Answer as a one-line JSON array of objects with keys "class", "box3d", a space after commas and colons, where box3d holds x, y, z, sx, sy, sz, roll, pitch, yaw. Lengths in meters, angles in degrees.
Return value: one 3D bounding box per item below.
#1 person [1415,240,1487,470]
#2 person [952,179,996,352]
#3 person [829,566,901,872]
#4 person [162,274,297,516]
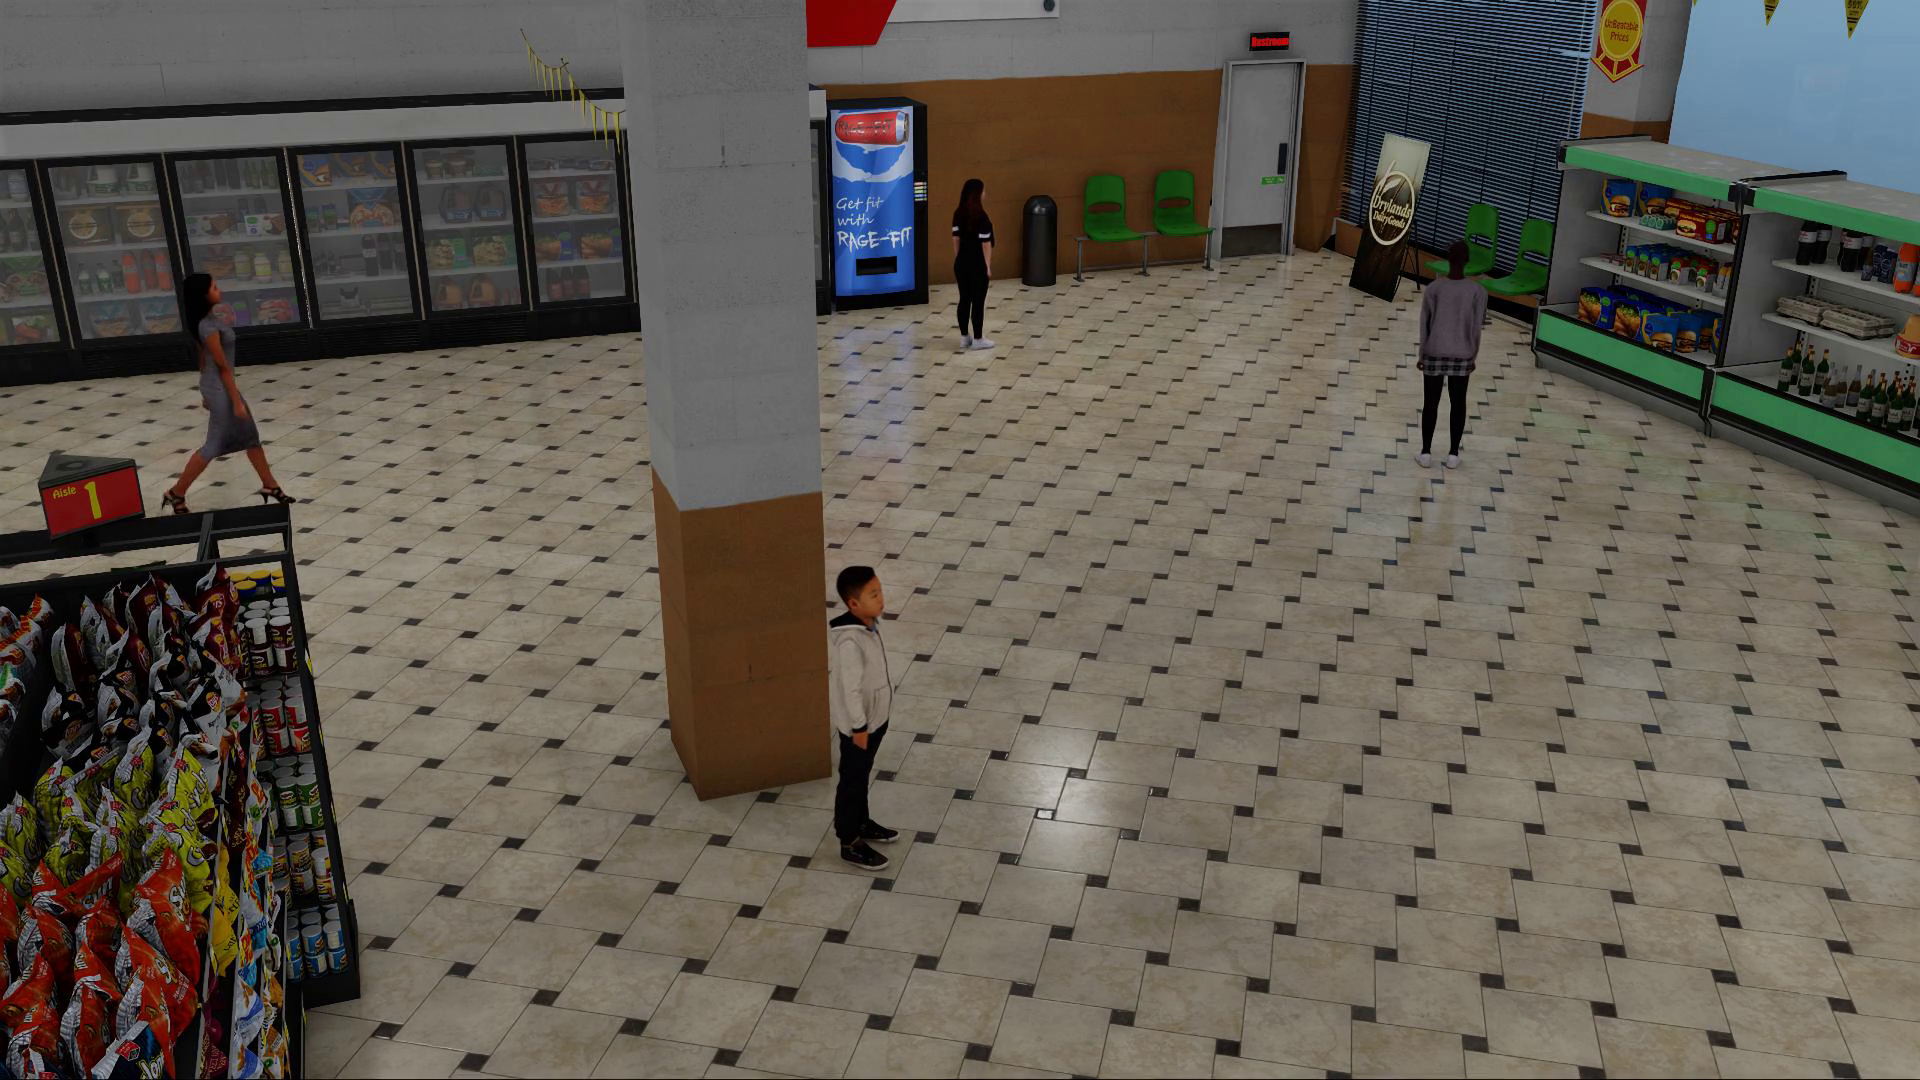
[{"class": "person", "box3d": [3.743, -1.418, 12.745, 0.698, 1.771, 0.708, 4, 22, 11]}, {"class": "person", "box3d": [0.117, -2.652, 15.995, 0.666, 1.638, 0.763, 19, 29, 39]}, {"class": "person", "box3d": [-0.464, 0.796, 7.660, 0.719, 1.455, 0.618, 5, 22, 12]}, {"class": "person", "box3d": [-5.263, -0.950, 11.616, 0.780, 1.743, 1.084, -12, 25, -27]}]
